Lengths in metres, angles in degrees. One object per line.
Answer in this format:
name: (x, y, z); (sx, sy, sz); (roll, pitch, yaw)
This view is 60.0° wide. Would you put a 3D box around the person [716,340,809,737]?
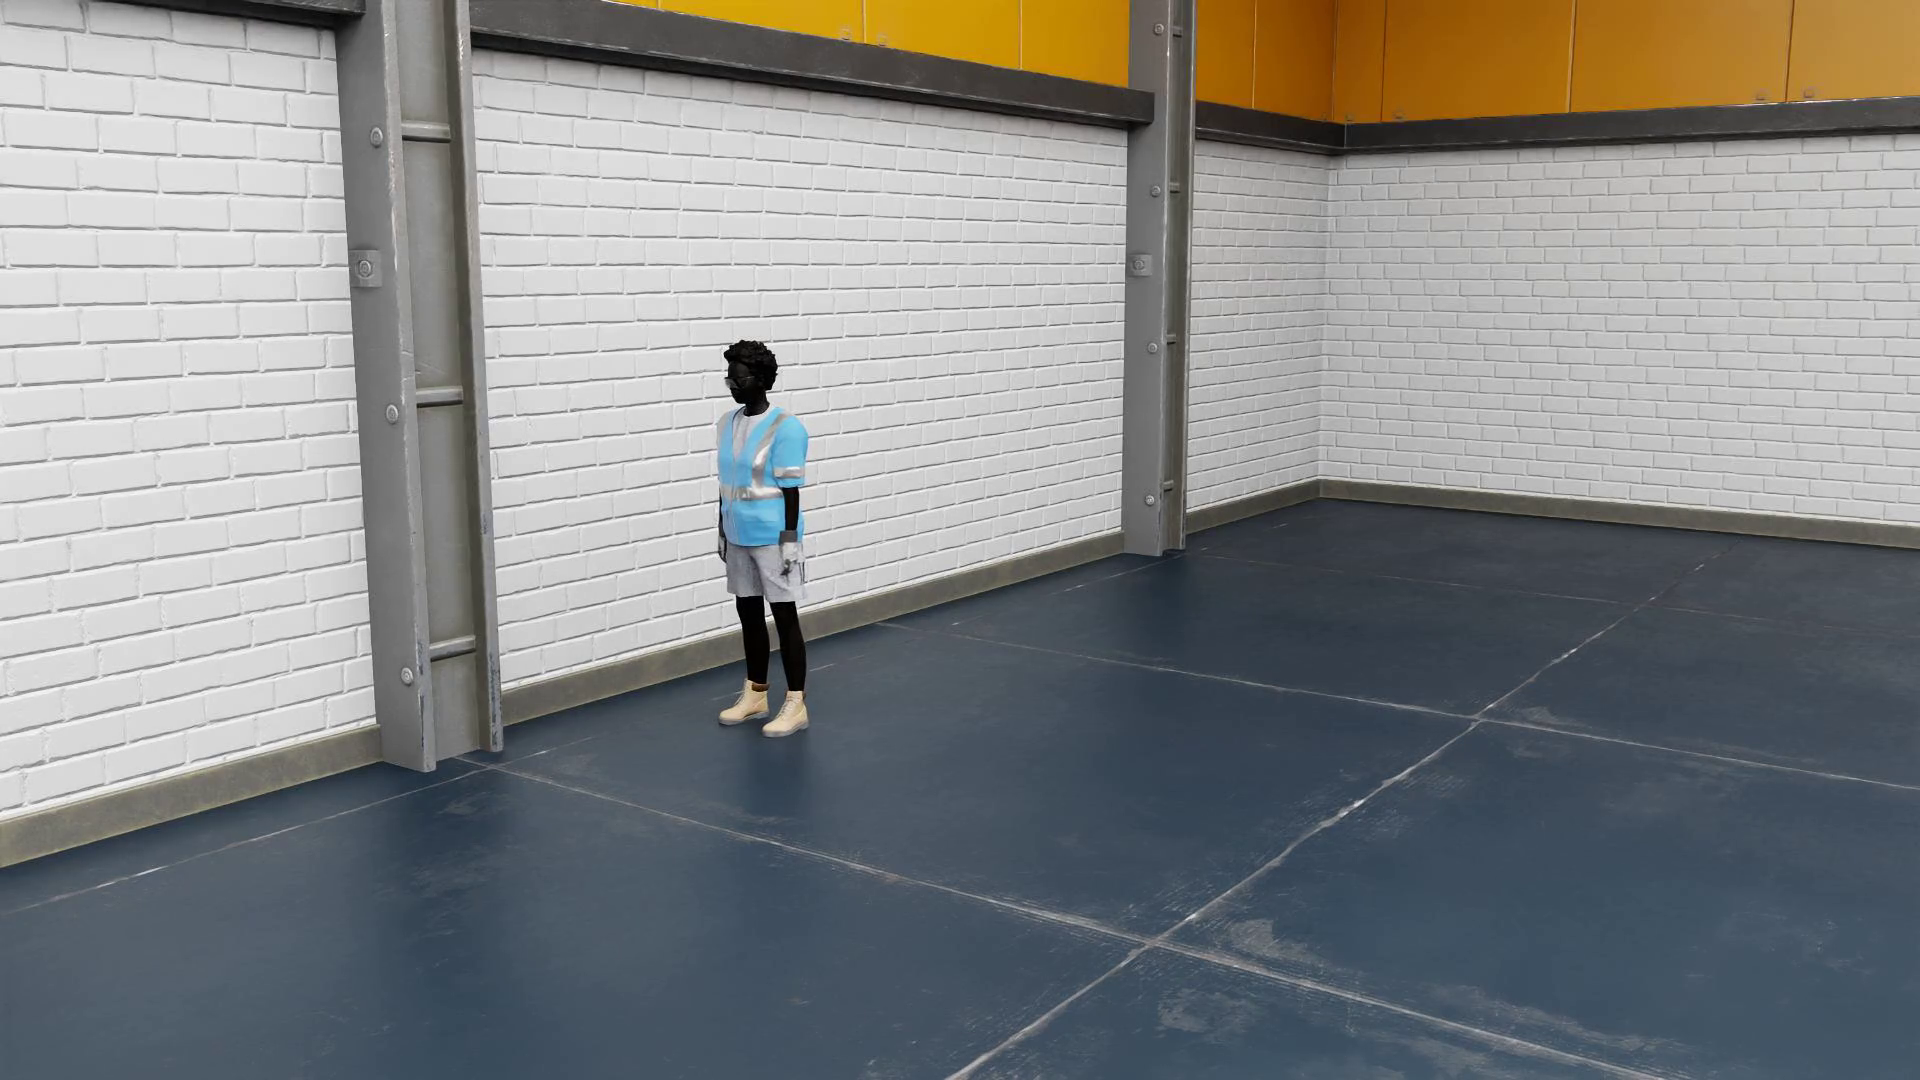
person: (-0.862, -0.010, 7.139); (0.530, 1.693, 0.319); (8, 13, 41)
